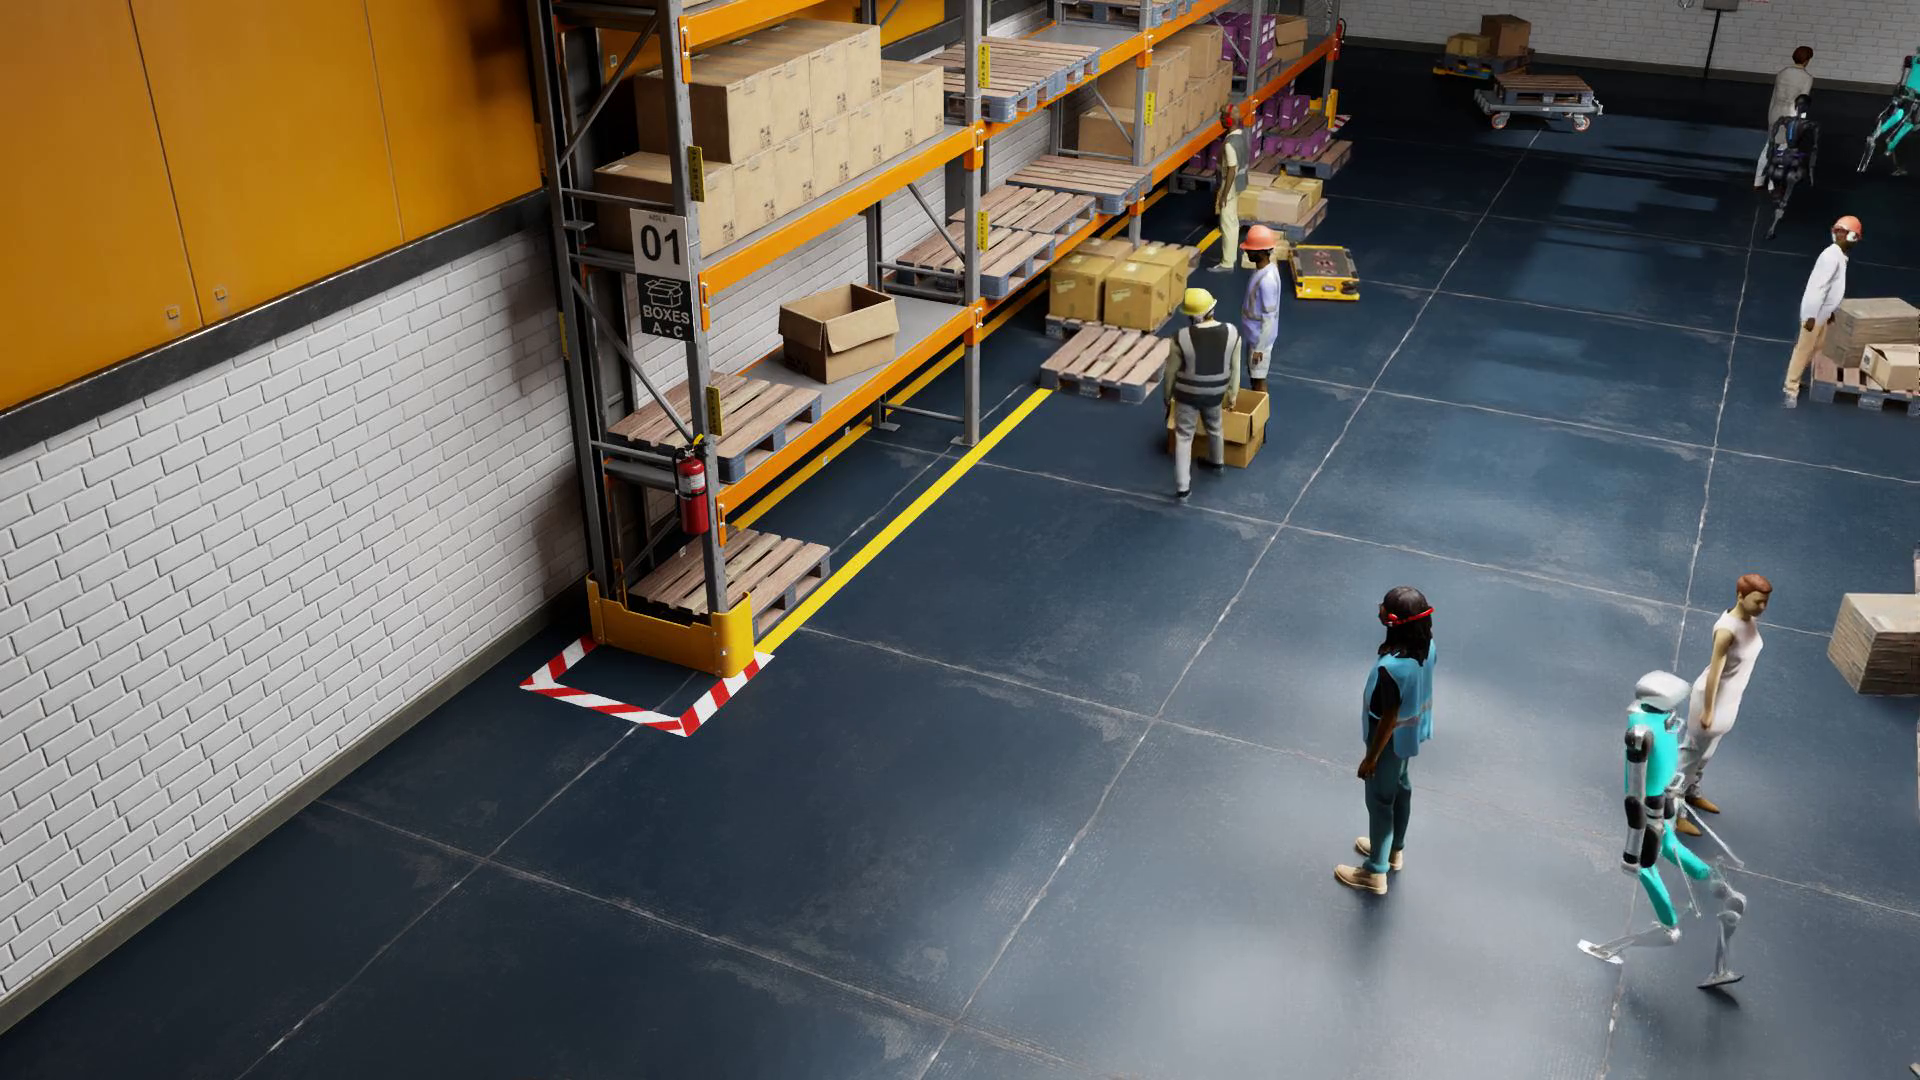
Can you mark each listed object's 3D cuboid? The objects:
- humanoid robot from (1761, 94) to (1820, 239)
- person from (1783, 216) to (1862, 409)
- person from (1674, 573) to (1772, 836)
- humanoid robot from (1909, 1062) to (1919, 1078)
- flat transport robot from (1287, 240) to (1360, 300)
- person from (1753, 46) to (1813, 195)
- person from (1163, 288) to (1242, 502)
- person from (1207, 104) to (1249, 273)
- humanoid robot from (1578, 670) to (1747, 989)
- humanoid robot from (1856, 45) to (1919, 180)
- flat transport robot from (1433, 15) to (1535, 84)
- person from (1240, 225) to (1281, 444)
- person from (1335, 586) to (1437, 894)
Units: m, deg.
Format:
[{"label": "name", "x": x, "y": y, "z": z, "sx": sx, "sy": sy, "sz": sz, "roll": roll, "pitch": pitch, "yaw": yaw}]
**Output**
[{"label": "humanoid robot", "x": 9.689, "y": -4.371, "z": 19.394, "sx": 0.776, "sy": 1.622, "sz": 0.611, "roll": -25, "pitch": 37, "yaw": -38}, {"label": "person", "x": 7.766, "y": -2.049, "z": 15.021, "sx": 0.328, "sy": 1.703, "sz": 0.662, "roll": 18, "pitch": 33, "yaw": 29}, {"label": "person", "x": 4.370, "y": 0.920, "z": 9.557, "sx": 0.445, "sy": 1.656, "sz": 0.282, "roll": -25, "pitch": 37, "yaw": -38}, {"label": "humanoid robot", "x": 4.869, "y": 2.068, "z": 7.350, "sx": 0.541, "sy": 1.762, "sz": 0.932, "roll": -25, "pitch": 37, "yaw": -38}, {"label": "flat transport robot", "x": 3.967, "y": -2.949, "z": 18.196, "sx": 0.659, "sy": 0.231, "sz": 1.431, "roll": 3, "pitch": 28, "yaw": 5}, {"label": "person", "x": 10.349, "y": -5.257, "z": 20.852, "sx": 0.369, "sy": 1.818, "sz": 0.497, "roll": -13, "pitch": 31, "yaw": -23}, {"label": "person", "x": 1.921, "y": -1.220, "z": 13.403, "sx": 0.631, "sy": 1.789, "sz": 0.686, "roll": -5, "pitch": 29, "yaw": -10}, {"label": "person", "x": 2.958, "y": -3.832, "z": 18.176, "sx": 0.374, "sy": 1.840, "sz": 0.567, "roll": 9, "pitch": 30, "yaw": 16}, {"label": "humanoid robot", "x": 3.713, "y": 1.564, "z": 8.318, "sx": 0.989, "sy": 1.762, "sz": 0.537, "roll": 20, "pitch": 34, "yaw": 32}, {"label": "humanoid robot", "x": 11.990, "y": -5.432, "z": 21.310, "sx": 1.041, "sy": 1.776, "sz": 0.535, "roll": -14, "pitch": 31, "yaw": -24}, {"label": "flat transport robot", "x": 8.408, "y": -7.537, "z": 26.703, "sx": 1.431, "sy": 0.231, "sz": 0.659, "roll": 22, "pitch": 35, "yaw": 35}, {"label": "person", "x": 2.520, "y": -1.751, "z": 14.221, "sx": 0.372, "sy": 1.933, "sz": 0.549, "roll": 2, "pitch": 28, "yaw": 4}, {"label": "person", "x": 2.345, "y": 1.090, "z": 9.023, "sx": 0.378, "sy": 1.865, "sz": 0.530, "roll": 20, "pitch": 34, "yaw": 32}]
